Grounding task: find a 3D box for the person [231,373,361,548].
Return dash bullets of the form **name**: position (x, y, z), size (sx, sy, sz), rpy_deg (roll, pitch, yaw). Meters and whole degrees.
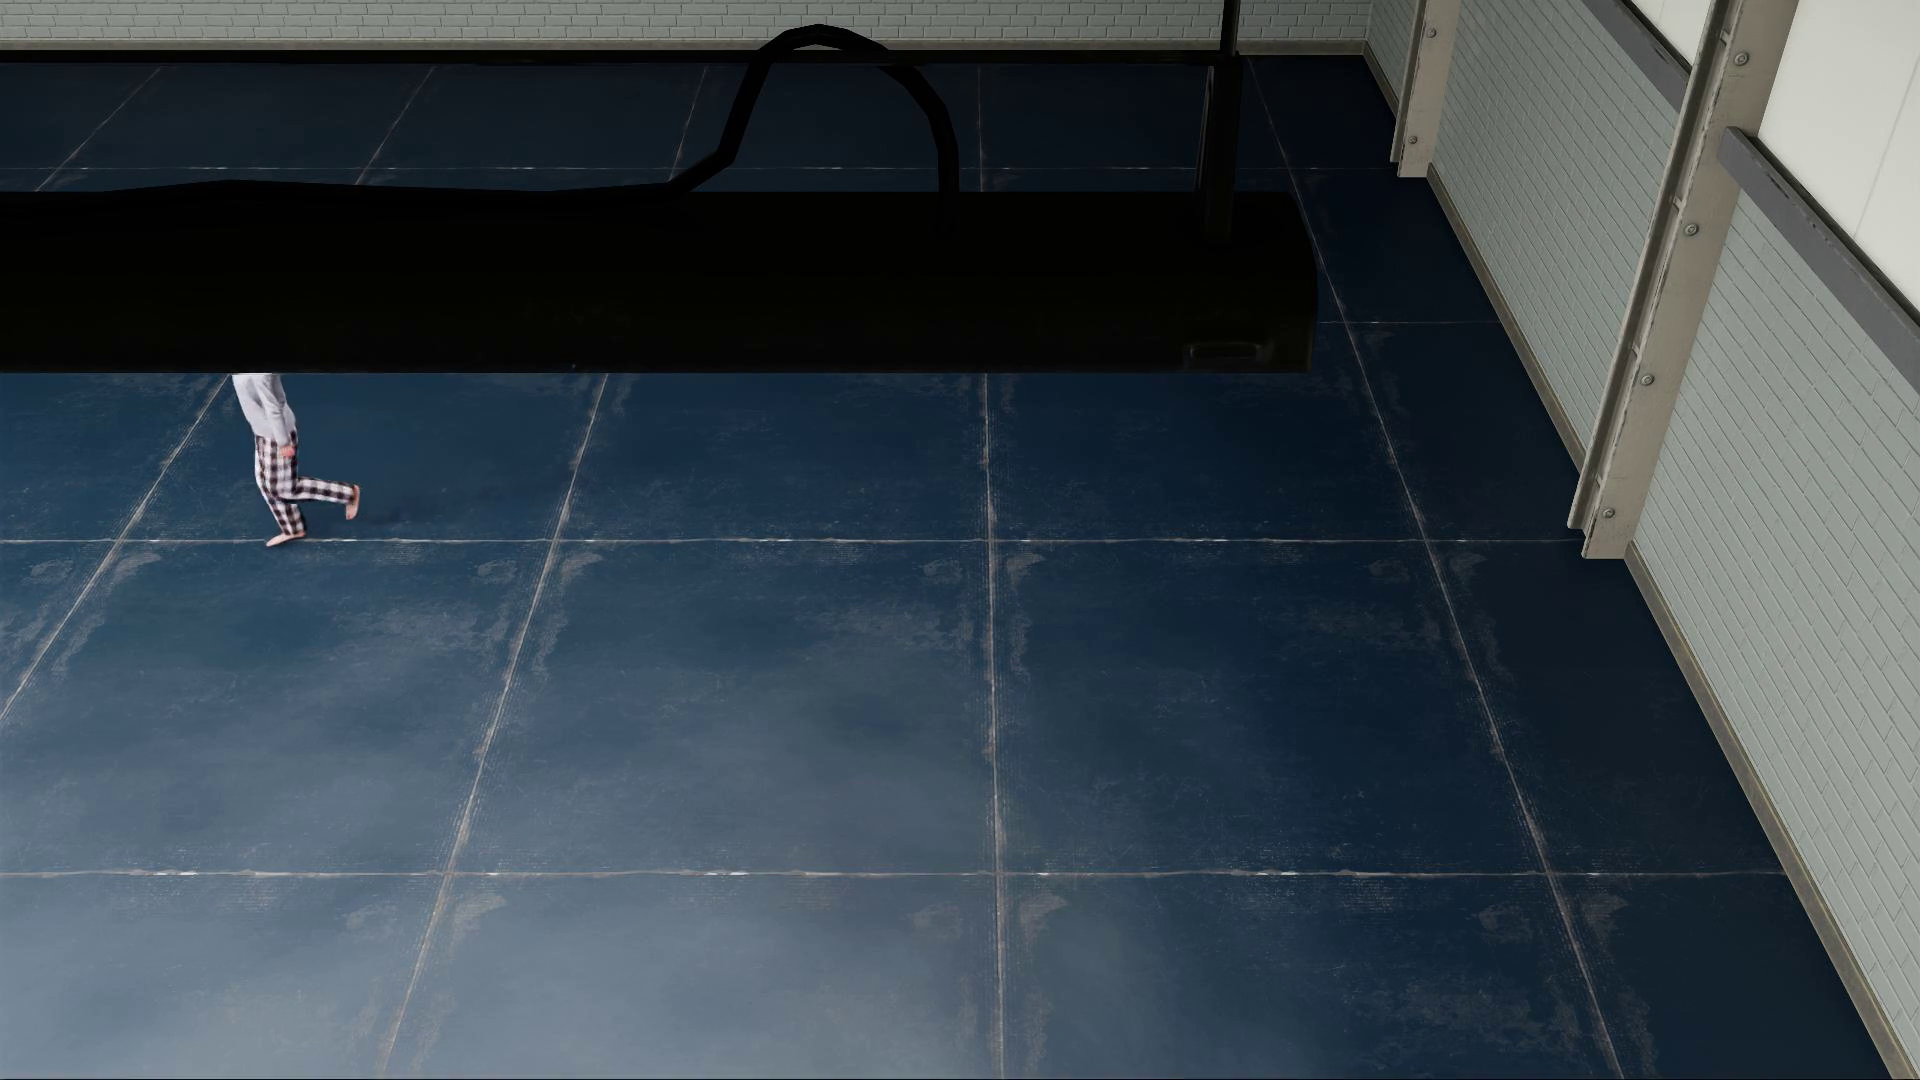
- **person**: position (-4.426, -0.762, 10.939), size (0.951, 1.826, 0.964), rpy_deg (-19, 41, -23)
